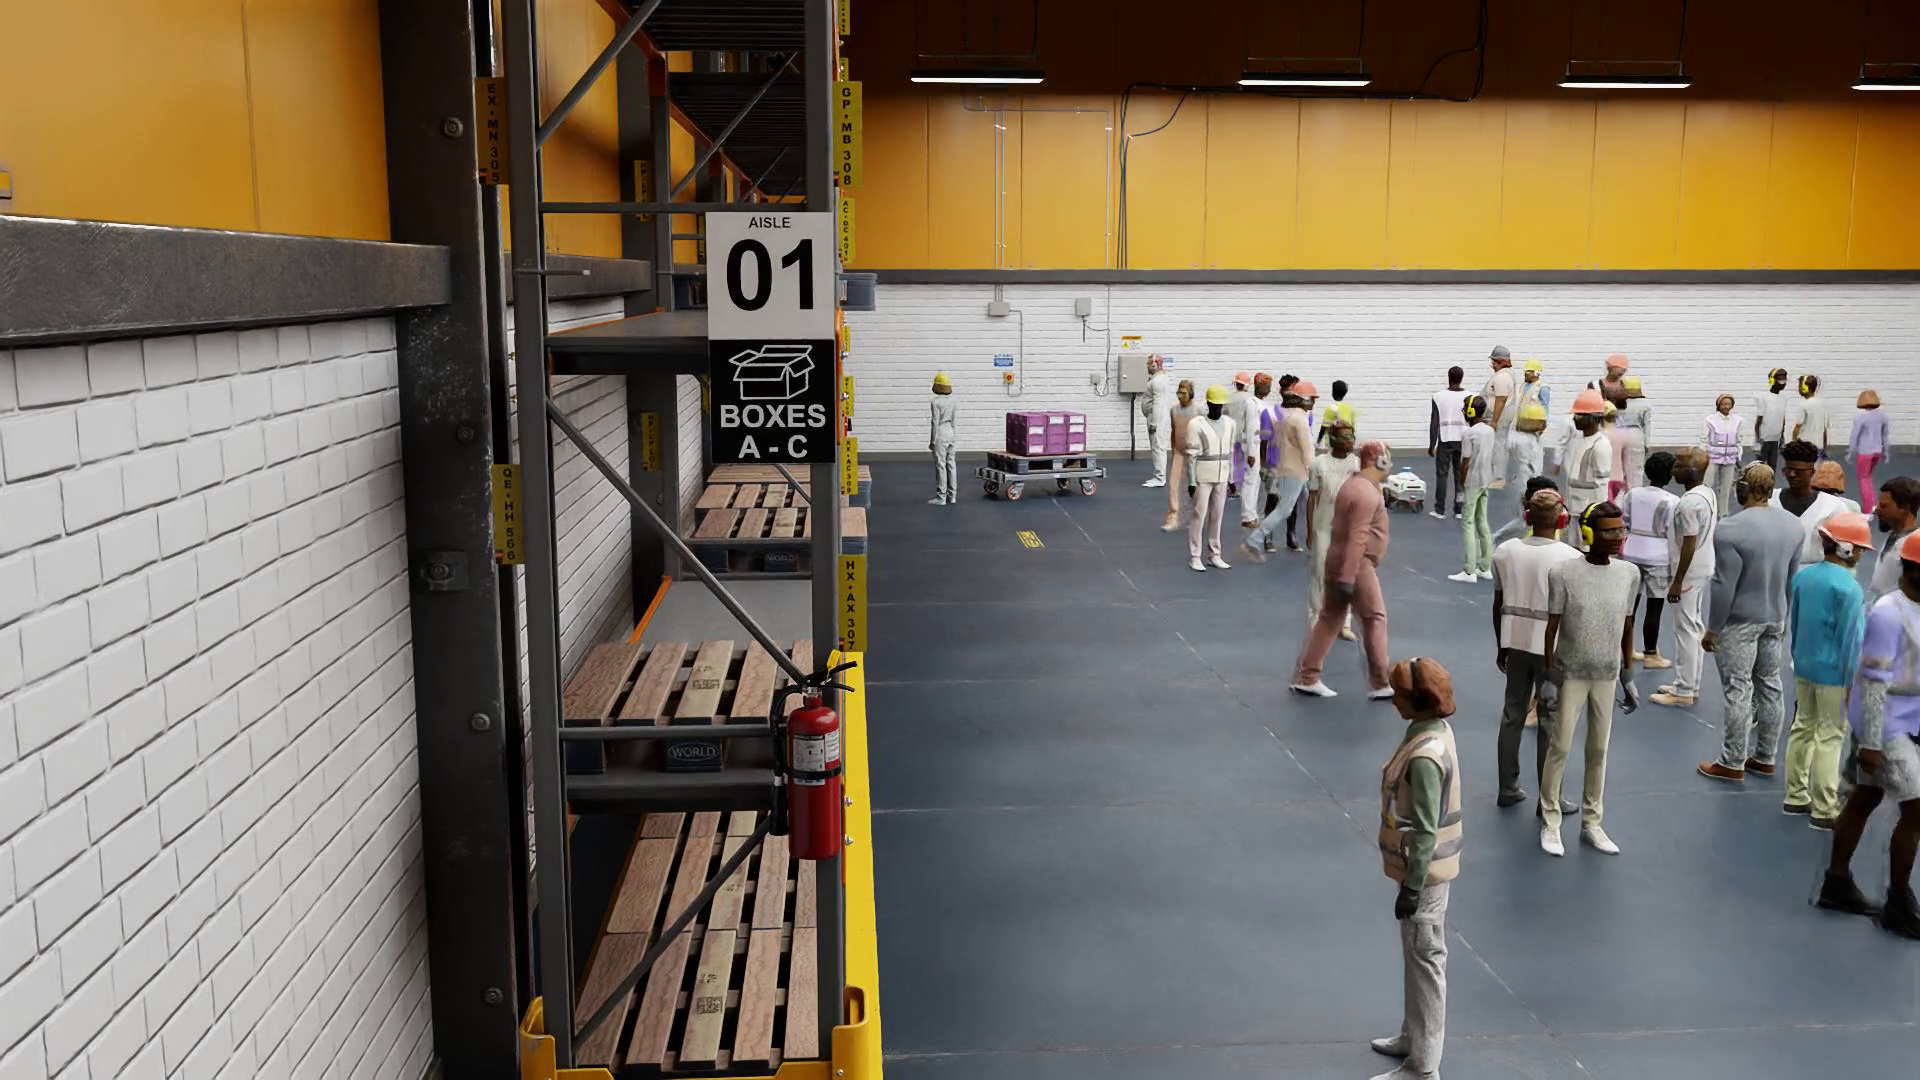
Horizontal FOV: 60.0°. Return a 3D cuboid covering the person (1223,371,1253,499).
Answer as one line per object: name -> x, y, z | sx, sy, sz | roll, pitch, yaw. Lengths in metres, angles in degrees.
person -> 3.832, -1.415, 22.530 | 0.485, 1.733, 0.595 | -8, 12, -42

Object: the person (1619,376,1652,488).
person -> 8.628, -1.239, 21.425 | 0.487, 1.746, 0.287 | 3, 10, 18

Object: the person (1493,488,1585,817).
person -> 3.244, 0.632, 9.350 | 0.390, 1.849, 0.565 | -8, 12, -39

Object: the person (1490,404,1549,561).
person -> 5.844, -0.559, 17.230 | 0.629, 1.710, 0.494 | 8, 12, 42

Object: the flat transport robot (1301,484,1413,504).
flat transport robot -> 5.310, -0.631, 22.219 | 1.431, 0.197, 0.652 | 2, 9, 15

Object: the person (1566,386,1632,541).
person -> 7.239, -0.838, 18.731 | 0.767, 1.814, 0.633 | 5, 10, 30

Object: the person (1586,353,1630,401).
person -> 8.576, -1.477, 22.131 | 0.695, 2.015, 0.830 | 1, 9, 5

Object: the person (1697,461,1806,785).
person -> 4.710, 0.494, 9.934 | 0.627, 1.941, 0.373 | -3, 10, -19

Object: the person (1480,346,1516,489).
person -> 7.629, -1.752, 23.717 | 0.536, 2.000, 0.676 | 5, 10, 27

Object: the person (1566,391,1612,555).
person -> 5.366, -0.255, 14.312 | 0.371, 2.044, 0.608 | 0, 9, 1

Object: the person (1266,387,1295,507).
person -> 4.195, -1.197, 21.513 | 0.531, 1.622, 0.476 | -4, 10, -24

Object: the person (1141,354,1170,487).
person -> 2.797, -1.710, 23.878 | 0.402, 1.906, 0.652 | 2, 9, 15

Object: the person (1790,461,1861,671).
person -> 6.559, 0.212, 12.659 | 0.498, 1.634, 0.281 | 7, 11, 36

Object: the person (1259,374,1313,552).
person -> 3.570, -0.838, 18.209 | 0.613, 1.963, 0.362 | -2, 9, -10

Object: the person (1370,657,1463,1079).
person -> 1.713, 1.236, 6.213 | 0.308, 1.640, 0.511 | 3, 9, 17

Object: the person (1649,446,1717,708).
person -> 5.115, 0.258, 11.714 | 0.345, 1.844, 0.506 | 6, 11, 35

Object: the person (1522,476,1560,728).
person -> 3.890, 0.415, 11.183 | 0.322, 1.696, 0.536 | 3, 10, 19

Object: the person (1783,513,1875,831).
person -> 4.798, 0.716, 9.151 | 0.339, 1.742, 0.563 | -1, 9, -3

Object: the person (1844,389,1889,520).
person -> 11.259, -1.057, 20.655 | 0.516, 1.615, 0.433 | -3, 10, -20

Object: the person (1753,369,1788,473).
person -> 10.326, -1.257, 21.231 | 0.553, 1.858, 0.338 | -4, 10, -24

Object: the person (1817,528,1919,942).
person -> 4.375, 0.872, 7.665 | 0.724, 1.898, 0.568 | 7, 11, 37

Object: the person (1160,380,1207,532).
person -> 2.649, -0.974, 19.558 | 0.512, 1.807, 0.768 | 6, 11, 34

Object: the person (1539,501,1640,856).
person -> 3.296, 0.722, 8.705 | 0.518, 1.877, 0.329 | 0, 9, -3

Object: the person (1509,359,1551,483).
person -> 8.248, -1.705, 24.073 | 0.404, 1.832, 0.595 | -3, 10, -19

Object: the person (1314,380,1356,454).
person -> 4.931, -1.260, 21.784 | 0.536, 1.666, 0.755 | -7, 12, -39

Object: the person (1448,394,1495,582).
person -> 5.096, -0.509, 16.493 | 0.516, 1.860, 0.316 | -7, 12, -39

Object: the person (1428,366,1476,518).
person -> 6.161, -1.212, 20.769 | 0.597, 1.908, 0.393 | -1, 9, -3

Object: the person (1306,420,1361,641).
person -> 3.123, -0.077, 13.810 | 0.504, 1.847, 0.344 | -1, 9, -4

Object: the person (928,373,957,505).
person -> -0.240, -1.343, 22.071 | 0.290, 1.745, 0.493 | 7, 11, 36

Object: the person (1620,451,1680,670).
person -> 5.326, 0.158, 12.829 | 0.319, 1.689, 0.540 | -4, 10, -26

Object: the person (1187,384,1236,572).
person -> 2.599, -0.641, 17.106 | 0.591, 1.923, 0.382 | -5, 10, -27

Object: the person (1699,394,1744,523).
person -> 9.042, -0.925, 19.777 | 0.518, 1.639, 0.312 | 0, 9, 0

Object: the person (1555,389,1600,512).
person -> 7.322, -0.948, 19.681 | 0.603, 1.718, 0.668 | -1, 9, -7

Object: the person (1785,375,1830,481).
person -> 10.451, -1.121, 20.490 | 0.525, 1.822, 0.927 | -6, 11, -35

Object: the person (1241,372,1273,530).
person -> 3.542, -1.064, 19.879 | 0.356, 1.886, 0.575 | 4, 10, 24

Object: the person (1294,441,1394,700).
person -> 2.855, 0.227, 11.873 | 0.936, 1.859, 0.668 | -1, 9, -4

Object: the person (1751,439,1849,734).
person -> 5.509, 0.309, 11.009 | 0.608, 1.966, 0.370 | 8, 12, 41

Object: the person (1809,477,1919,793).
person -> 5.419, 0.583, 9.527 | 0.783, 1.894, 0.612 | 3, 9, 17

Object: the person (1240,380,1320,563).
person -> 3.479, -0.708, 17.466 | 1.017, 1.949, 0.619 | 2, 9, 10

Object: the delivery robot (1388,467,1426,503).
delivery robot -> 5.753, -0.691, 21.415 | 0.477, 0.478, 0.707 | 0, 9, 0
